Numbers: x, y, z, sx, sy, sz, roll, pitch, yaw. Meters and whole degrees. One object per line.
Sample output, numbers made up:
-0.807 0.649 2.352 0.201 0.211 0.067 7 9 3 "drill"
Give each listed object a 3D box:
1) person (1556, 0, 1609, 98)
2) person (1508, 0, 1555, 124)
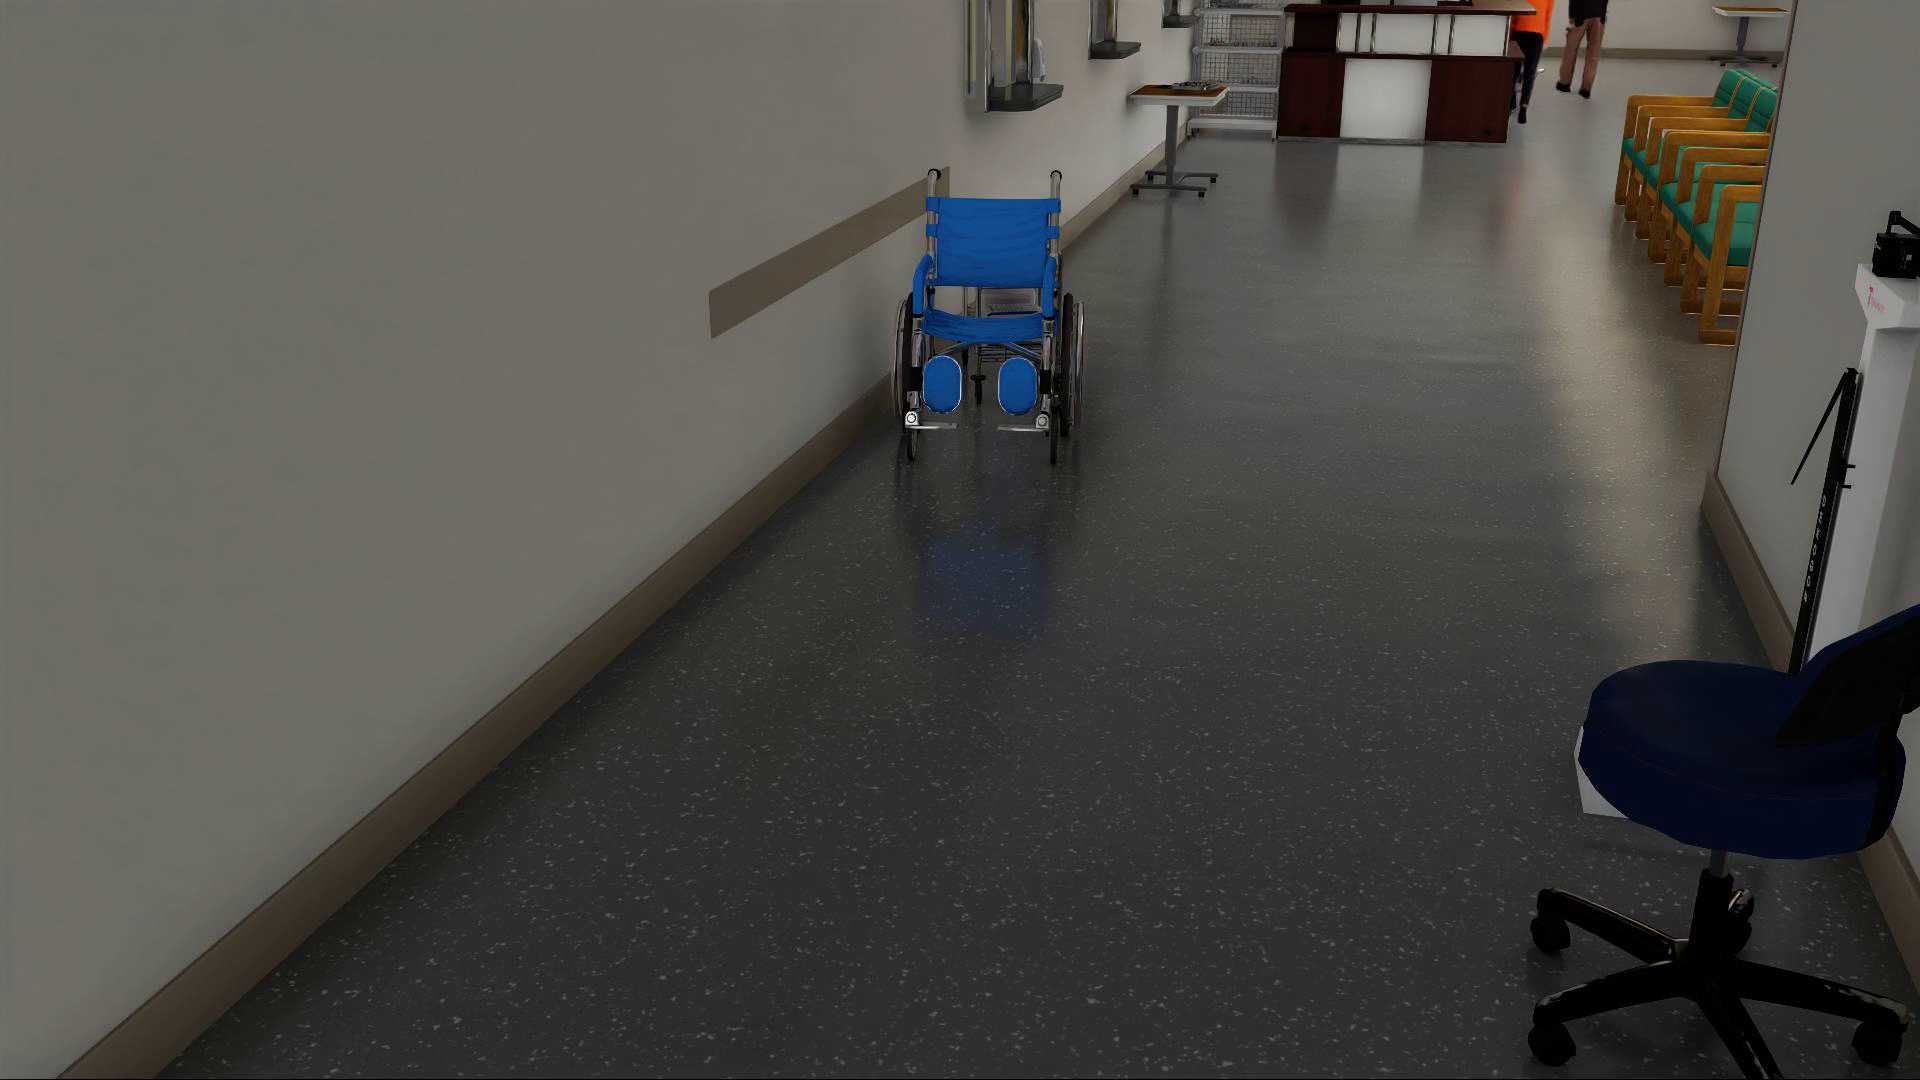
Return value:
7.885 -6.509 20.799 0.980 1.898 0.864 2 21 5 "person"
6.260 -5.512 18.418 1.034 1.720 0.730 5 21 12 "person"
